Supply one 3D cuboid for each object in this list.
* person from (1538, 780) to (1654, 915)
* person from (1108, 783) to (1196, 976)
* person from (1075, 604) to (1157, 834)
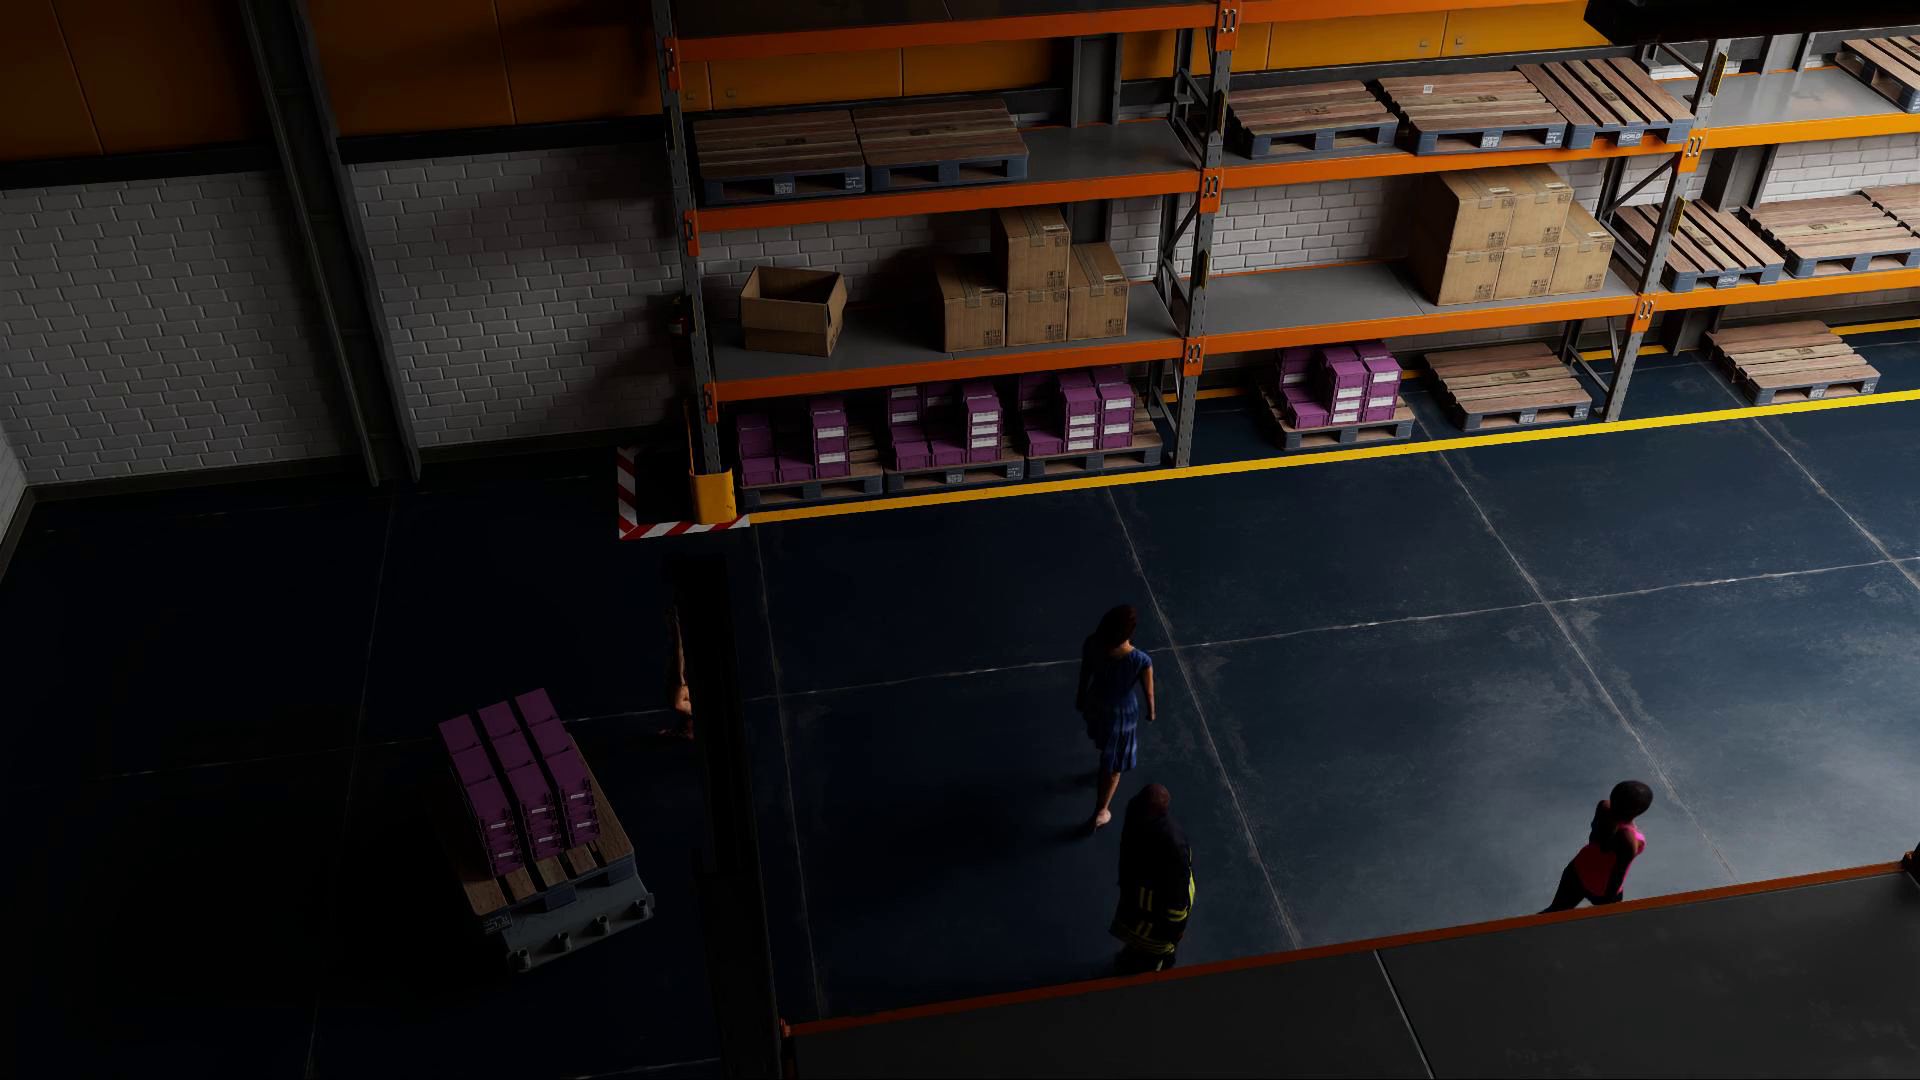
[{"bbox_3d":[3.626,2.023,9.740,1.133,1.694,0.653,-11,40,-14],"label":"person"},{"bbox_3d":[1.156,2.017,9.657,0.843,1.807,0.857,-7,39,-9],"label":"person"},{"bbox_3d":[0.941,1.199,10.706,1.006,1.777,1.038,20,43,23],"label":"person"}]
